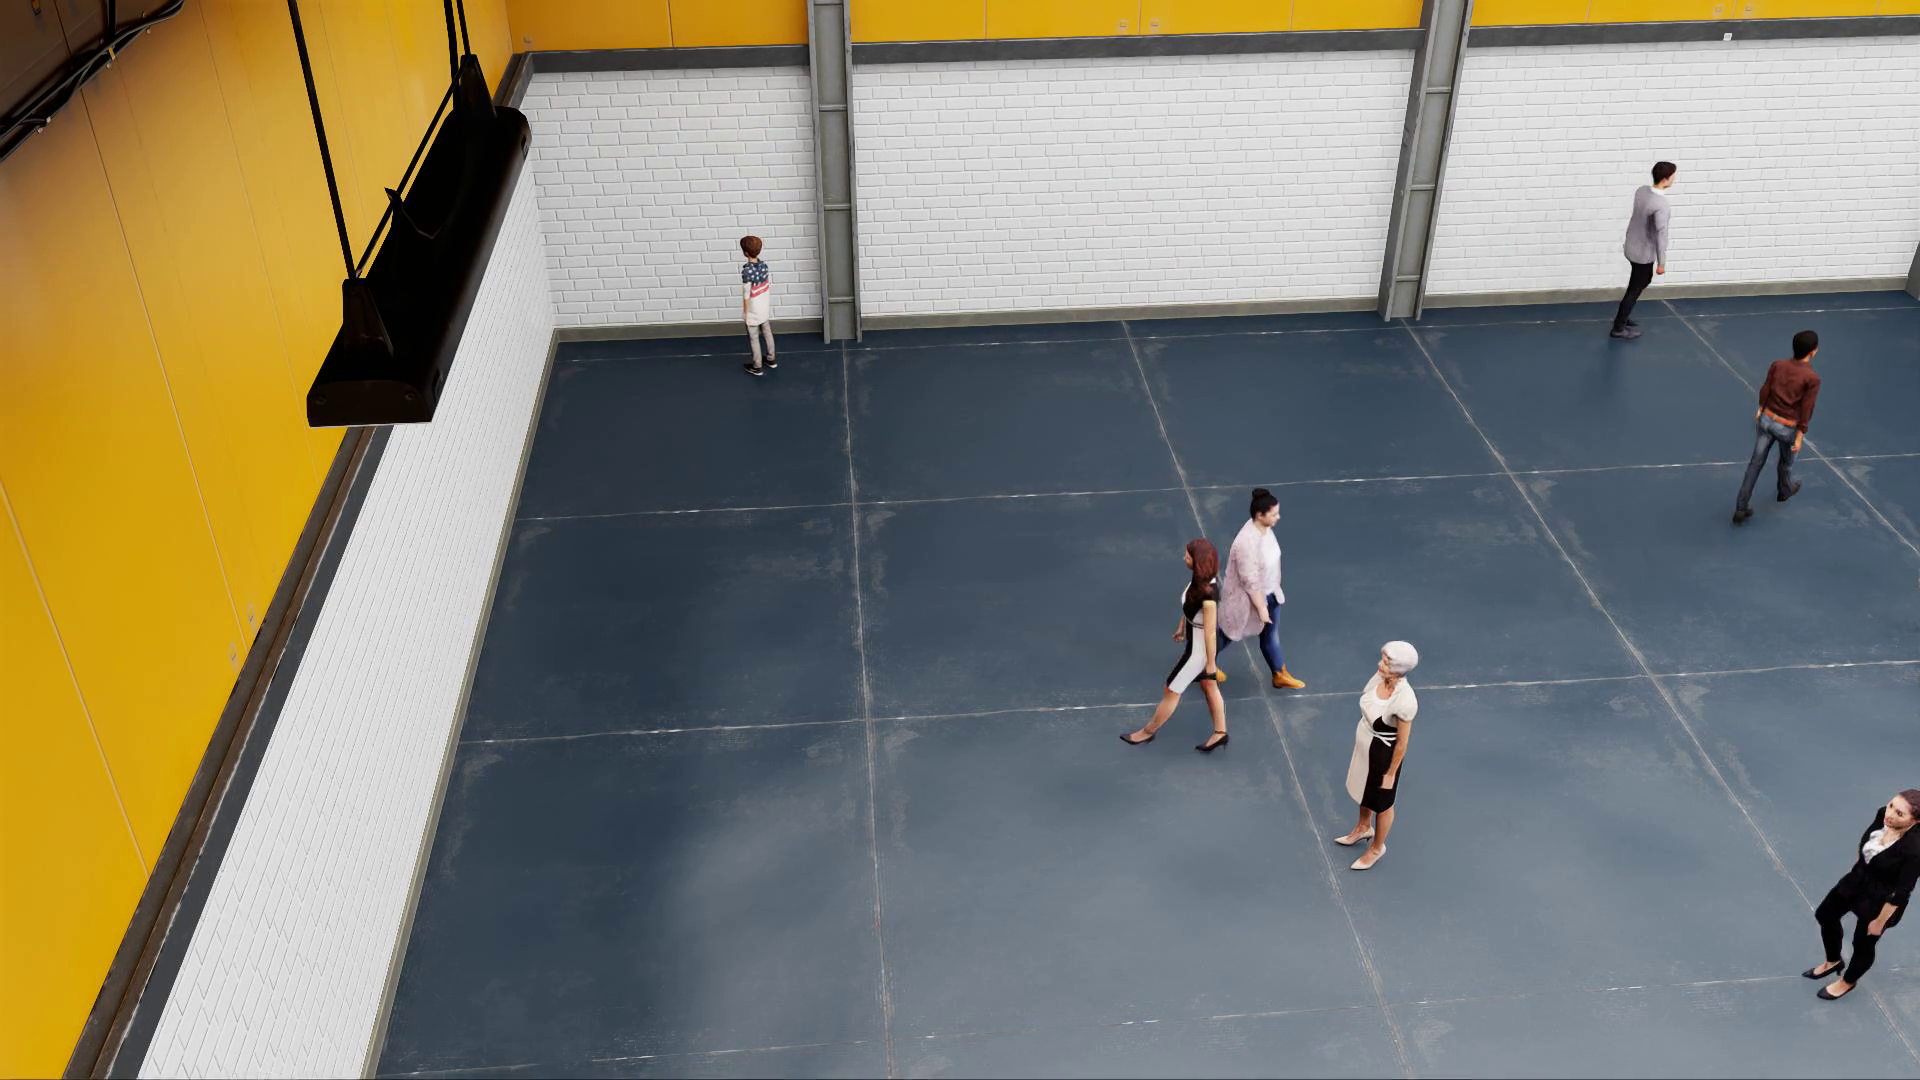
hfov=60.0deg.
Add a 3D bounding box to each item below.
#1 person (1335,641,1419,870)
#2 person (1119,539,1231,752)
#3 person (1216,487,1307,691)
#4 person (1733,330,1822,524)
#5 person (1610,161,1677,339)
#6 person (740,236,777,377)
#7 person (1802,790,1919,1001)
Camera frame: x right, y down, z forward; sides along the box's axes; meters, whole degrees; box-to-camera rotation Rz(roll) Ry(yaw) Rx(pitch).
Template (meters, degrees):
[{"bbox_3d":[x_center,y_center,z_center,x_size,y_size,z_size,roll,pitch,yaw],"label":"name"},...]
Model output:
[{"bbox_3d":[2.696,1.372,10.650,0.556,1.755,0.661,-6,34,-9],"label":"person"},{"bbox_3d":[1.754,0.776,11.535,1.062,1.769,0.735,3,34,4],"label":"person"},{"bbox_3d":[2.035,0.384,12.182,1.189,1.705,1.065,19,38,26],"label":"person"},{"bbox_3d":[6.898,-0.921,14.111,1.181,1.743,1.024,-22,40,-30],"label":"person"},{"bbox_3d":[6.895,-2.955,17.020,0.630,1.910,0.745,-3,34,-4],"label":"person"},{"bbox_3d":[-2.022,-2.344,16.527,0.626,1.438,0.584,19,38,26],"label":"person"},{"bbox_3d":[5.390,2.072,9.691,0.542,1.651,0.610,-3,34,-4],"label":"person"}]
